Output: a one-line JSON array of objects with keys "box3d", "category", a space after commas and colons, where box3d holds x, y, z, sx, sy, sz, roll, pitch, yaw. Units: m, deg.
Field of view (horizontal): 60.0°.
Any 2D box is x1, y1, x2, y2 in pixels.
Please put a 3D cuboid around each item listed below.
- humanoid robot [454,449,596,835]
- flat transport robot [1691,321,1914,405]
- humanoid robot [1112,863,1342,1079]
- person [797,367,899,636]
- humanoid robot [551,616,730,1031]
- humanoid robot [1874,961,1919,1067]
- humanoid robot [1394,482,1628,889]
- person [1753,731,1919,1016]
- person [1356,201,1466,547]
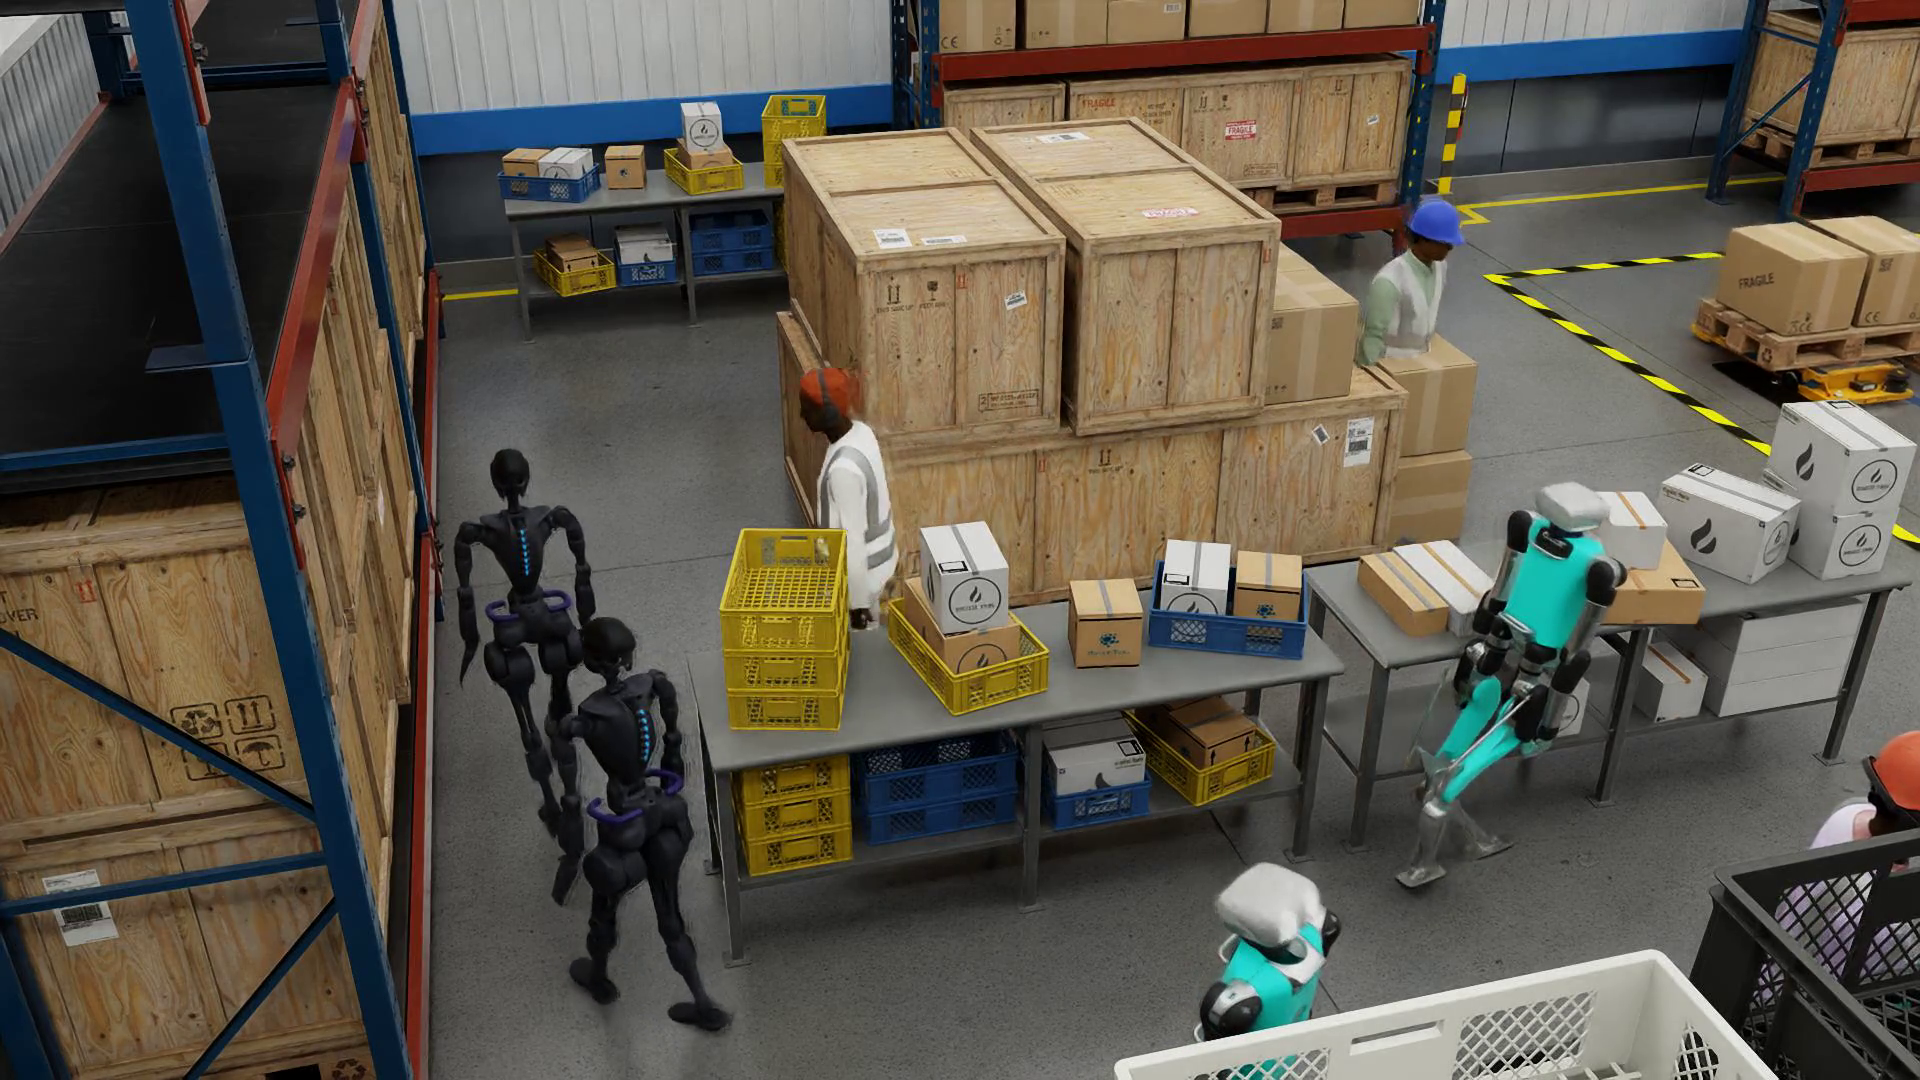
[{"box3d": [-1.822, 0.385, 7.005, 0.611, 1.620, 0.774, -13, 32, -23], "category": "humanoid robot"}, {"box3d": [5.775, -1.296, 11.440, 0.652, 0.197, 1.431, -7, 30, -13], "category": "flat transport robot"}, {"box3d": [0.609, 1.534, 4.671, 0.734, 1.678, 0.533, 22, 36, 34], "category": "humanoid robot"}, {"box3d": [-0.484, 0.126, 7.231, 0.434, 1.867, 0.595, 3, 29, 5], "category": "person"}, {"box3d": [-1.164, 1.020, 5.843, 0.690, 1.625, 0.604, 20, 35, 32], "category": "humanoid robot"}, {"box3d": [3.235, 1.306, 5.209, 1.009, 1.712, 0.531, 23, 36, 35], "category": "humanoid robot"}, {"box3d": [1.964, 0.663, 6.406, 0.924, 1.764, 0.542, -13, 32, -23], "category": "humanoid robot"}, {"box3d": [2.496, 1.390, 4.782, 0.445, 2.030, 0.617, 13, 31, 22], "category": "person"}, {"box3d": [2.406, -0.970, 9.202, 0.654, 1.907, 0.822, -25, 37, -37], "category": "person"}]
